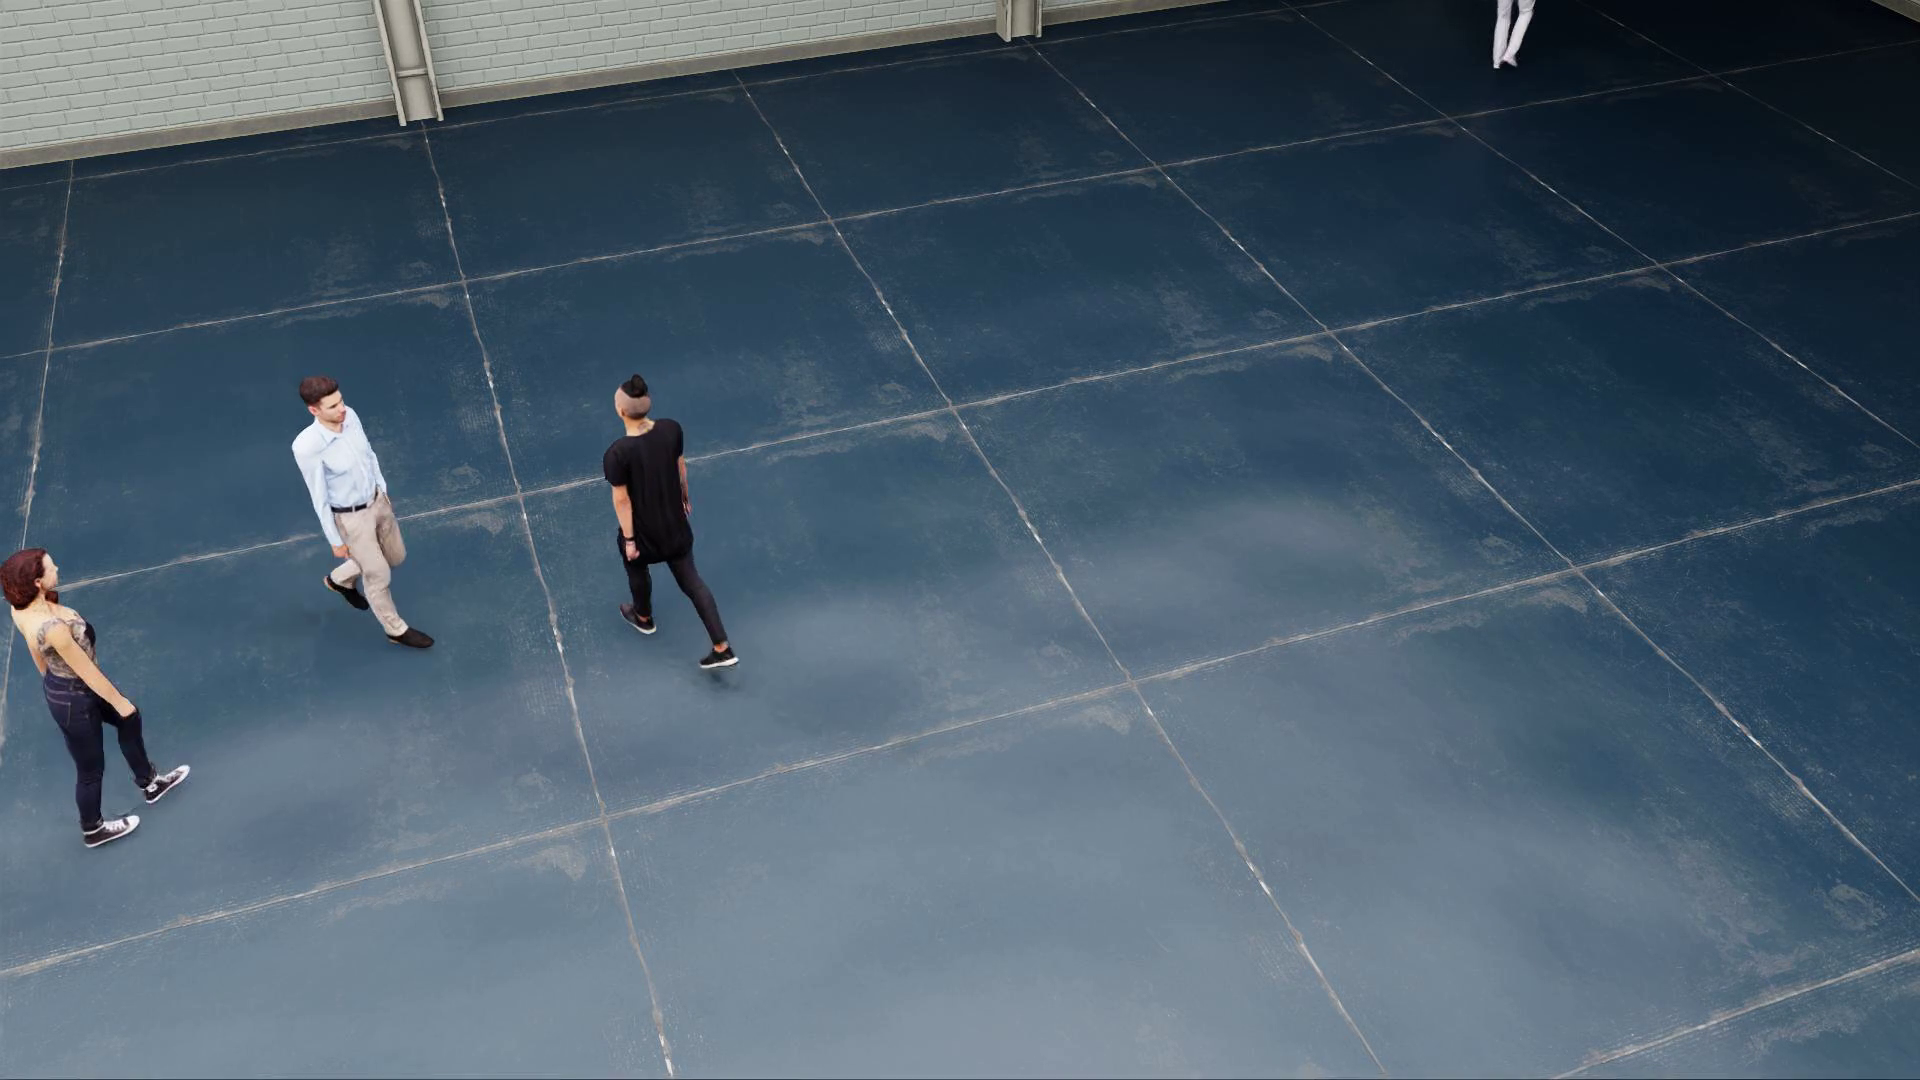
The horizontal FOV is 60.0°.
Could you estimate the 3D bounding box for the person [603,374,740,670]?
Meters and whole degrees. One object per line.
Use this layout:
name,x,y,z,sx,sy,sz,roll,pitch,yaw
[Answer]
person,-1.591,-0.055,9.056,1.107,1.818,1.244,30,47,33

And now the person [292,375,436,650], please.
person,-3.395,-0.158,9.180,1.059,1.829,0.957,10,39,13

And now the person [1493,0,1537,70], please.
person,5.275,-5.361,15.790,0.803,1.878,0.859,19,42,23

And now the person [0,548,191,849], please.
person,-4.323,0.828,7.987,0.947,1.745,0.818,-30,47,-32
